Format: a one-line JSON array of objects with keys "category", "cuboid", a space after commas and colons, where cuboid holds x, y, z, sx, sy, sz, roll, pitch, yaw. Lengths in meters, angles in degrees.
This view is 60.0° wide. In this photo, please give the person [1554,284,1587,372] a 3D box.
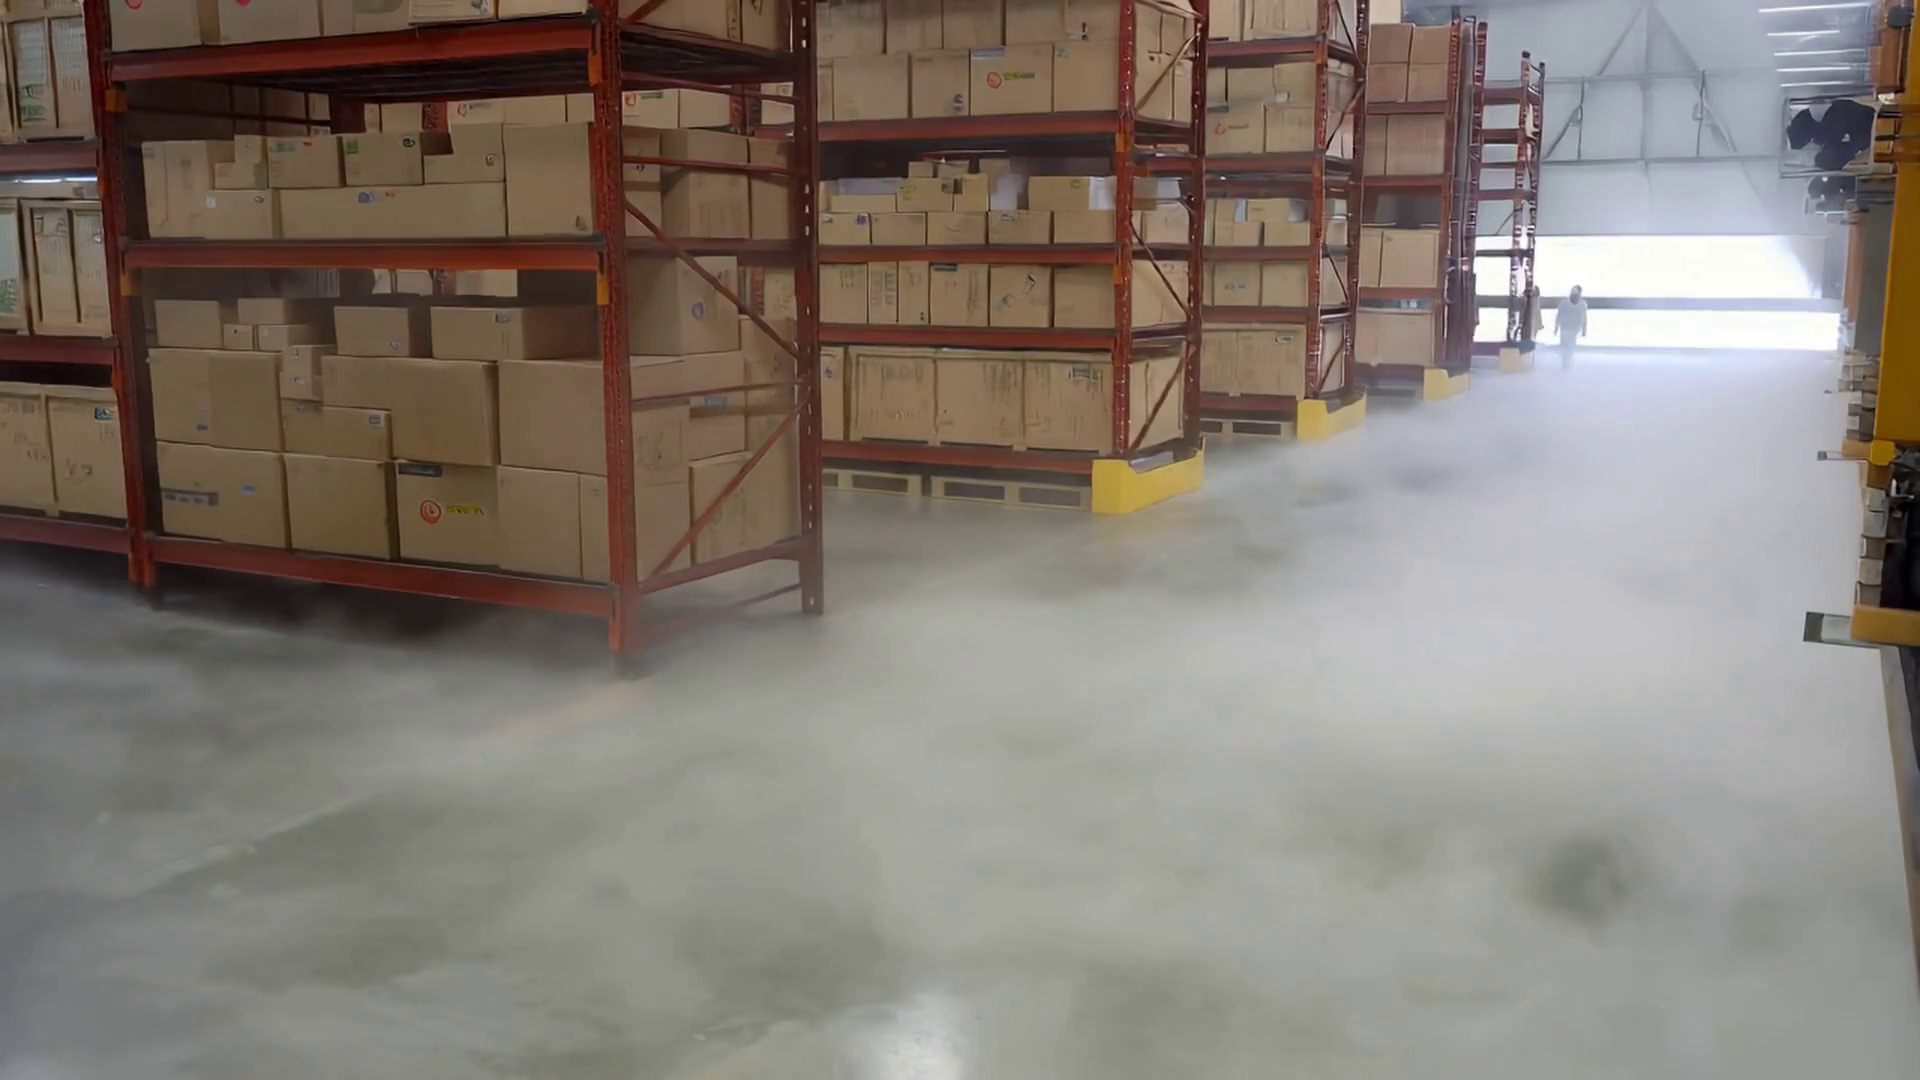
[{"category": "person", "cuboid": [11.971, -4.136, 32.551, 0.582, 1.709, 0.819, 2, 10, 11]}]

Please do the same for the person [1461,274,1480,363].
[{"category": "person", "cuboid": [10.832, -4.698, 35.320, 0.443, 1.893, 0.651, 6, 11, 31]}]

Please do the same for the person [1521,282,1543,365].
[{"category": "person", "cuboid": [11.912, -4.528, 34.803, 0.487, 1.718, 0.777, -6, 11, -30]}]
